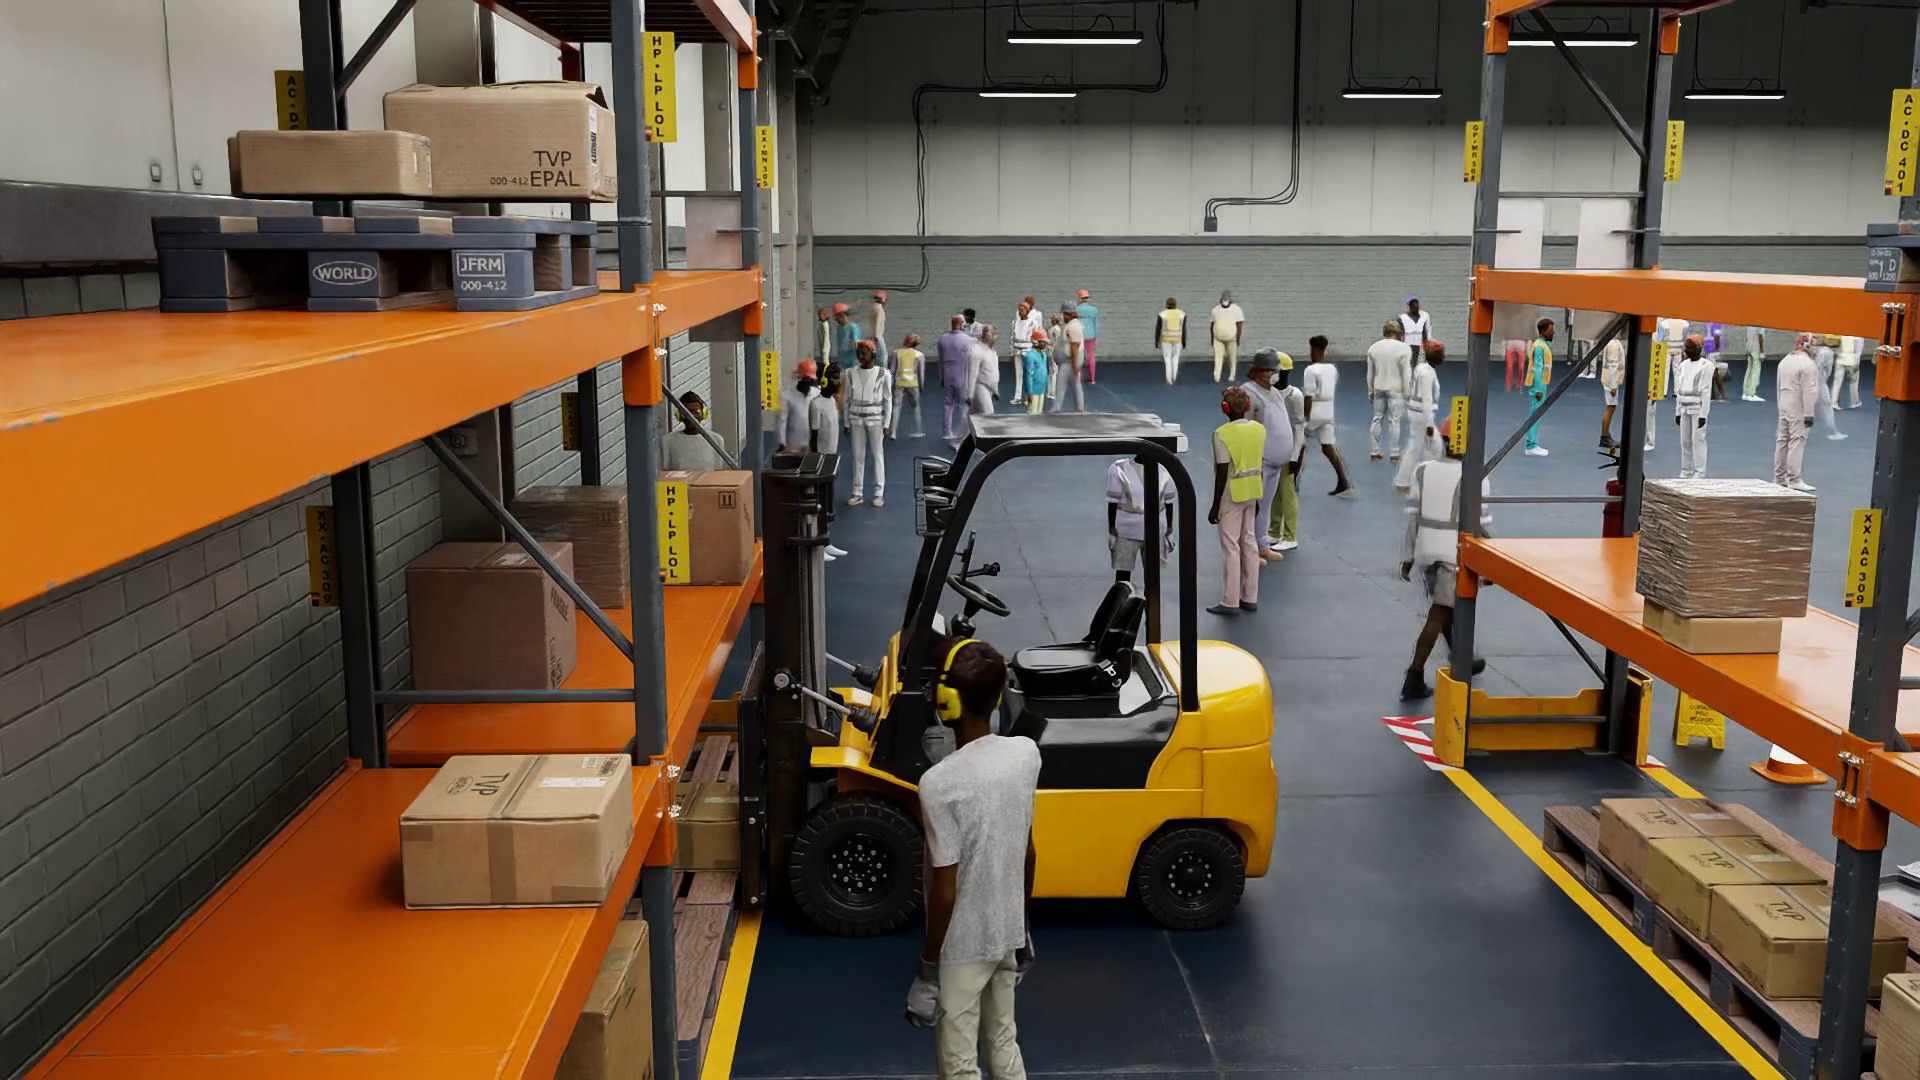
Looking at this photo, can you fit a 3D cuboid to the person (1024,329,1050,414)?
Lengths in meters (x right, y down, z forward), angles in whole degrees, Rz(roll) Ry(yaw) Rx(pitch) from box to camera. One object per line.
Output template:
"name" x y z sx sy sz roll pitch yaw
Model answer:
"person" 1.116 -2.172 23.978 0.355 1.745 0.568 5 11 24

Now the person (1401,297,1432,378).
"person" 9.186 -3.964 33.597 0.629 1.878 0.875 5 11 27

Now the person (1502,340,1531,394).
"person" 10.954 -3.751 32.772 0.532 1.777 0.372 4 11 23

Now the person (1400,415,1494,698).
"person" 3.251 0.089 11.038 1.012 1.876 0.567 -8 13 -37

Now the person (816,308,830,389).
"person" -2.787 -3.907 33.952 0.286 1.636 0.497 -2 10 -11

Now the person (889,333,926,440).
"person" -0.790 -2.311 25.134 0.551 1.603 0.636 2 10 13

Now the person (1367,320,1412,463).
"person" 5.820 -2.016 22.605 0.631 1.932 0.362 9 14 42

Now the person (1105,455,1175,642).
"person" 1.328 -0.039 12.232 0.531 1.698 0.320 -1 10 -7

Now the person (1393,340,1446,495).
"person" 5.490 -1.421 19.512 0.781 1.845 0.614 4 11 20

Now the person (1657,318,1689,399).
"person" 13.509 -3.584 31.606 0.599 1.830 0.403 0 10 -2

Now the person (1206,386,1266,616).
"person" 2.226 -0.308 13.337 0.571 1.837 0.381 -9 13 -41

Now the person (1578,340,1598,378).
"person" 13.826 -4.432 36.578 0.318 1.742 0.492 -4 11 -22

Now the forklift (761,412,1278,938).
"forklift" 0.291 0.548 7.580 2.313 2.155 1.214 0 10 -2

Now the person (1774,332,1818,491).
"person" 10.146 -1.556 20.127 0.401 1.901 0.642 0 10 -2

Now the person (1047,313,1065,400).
"person" 1.821 -3.471 31.522 0.311 1.636 0.523 -3 11 -14

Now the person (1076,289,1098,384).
"person" 2.607 -4.282 35.083 0.610 1.985 0.415 -4 11 -19

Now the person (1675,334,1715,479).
"person" 8.893 -1.552 20.181 0.352 1.879 0.567 -2 10 -13

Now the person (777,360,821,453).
"person" -1.685 -1.064 17.849 0.596 1.718 0.592 -5 11 -26

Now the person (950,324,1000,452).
"person" 0.265 -2.071 23.132 0.960 1.854 0.661 4 11 21

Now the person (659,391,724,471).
"person" -2.022 -0.198 12.635 0.516 1.873 0.329 -3 11 -15

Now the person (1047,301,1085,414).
"person" 1.711 -3.000 27.773 0.894 2.000 0.698 1 10 3

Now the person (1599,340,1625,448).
"person" 9.533 -2.298 24.192 0.393 1.927 0.550 4 11 21

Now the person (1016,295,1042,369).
"person" 1.475 -4.294 35.462 0.588 1.866 0.606 3 11 17

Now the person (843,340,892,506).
"person" -1.058 -1.319 18.849 0.576 1.883 0.354 3 11 17

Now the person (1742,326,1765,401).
"person" 14.987 -3.545 31.324 0.346 1.860 0.517 -1 10 -5

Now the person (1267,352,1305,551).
"person" 3.102 -0.861 16.173 0.382 1.924 0.594 -4 11 -20

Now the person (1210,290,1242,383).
"person" 5.670 -4.375 35.435 0.681 2.000 1.018 3 11 16

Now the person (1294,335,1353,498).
"person" 4.233 -1.450 19.531 0.632 1.912 0.959 -8 13 -39

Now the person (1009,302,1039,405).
"person" 1.167 -3.417 30.537 0.574 1.883 0.356 7 12 33

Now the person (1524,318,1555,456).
"person" 8.141 -2.153 23.396 0.375 1.917 0.598 4 11 21

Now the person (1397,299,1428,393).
"person" 8.954 -3.862 33.053 0.593 1.878 0.958 -3 11 -17

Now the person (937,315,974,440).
"person" -0.031 -2.441 25.067 0.648 1.899 0.400 8 13 36

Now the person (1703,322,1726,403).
"person" 14.138 -3.534 31.101 0.449 1.918 0.784 3 11 17

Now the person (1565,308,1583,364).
"person" 15.036 -5.227 40.521 0.593 1.920 0.391 5 11 28

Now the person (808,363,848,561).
"person" -1.265 -0.734 15.663 0.327 1.861 0.510 3 11 16

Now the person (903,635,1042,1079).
"person" 0.029 1.197 4.876 0.314 1.866 0.537 8 13 38

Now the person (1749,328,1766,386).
"person" 16.558 -4.116 34.579 0.339 1.833 0.522 6 12 32

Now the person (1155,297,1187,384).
"person" 4.406 -4.193 35.014 0.653 1.822 0.608 -2 10 -10

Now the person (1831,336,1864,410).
"person" 15.844 -3.108 29.658 0.912 1.567 0.522 -6 12 -30

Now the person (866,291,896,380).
"person" -1.749 -4.308 35.321 0.961 1.934 0.642 -6 12 -28

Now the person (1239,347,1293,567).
"person" 2.816 -0.780 15.405 0.535 2.000 0.681 8 13 36
